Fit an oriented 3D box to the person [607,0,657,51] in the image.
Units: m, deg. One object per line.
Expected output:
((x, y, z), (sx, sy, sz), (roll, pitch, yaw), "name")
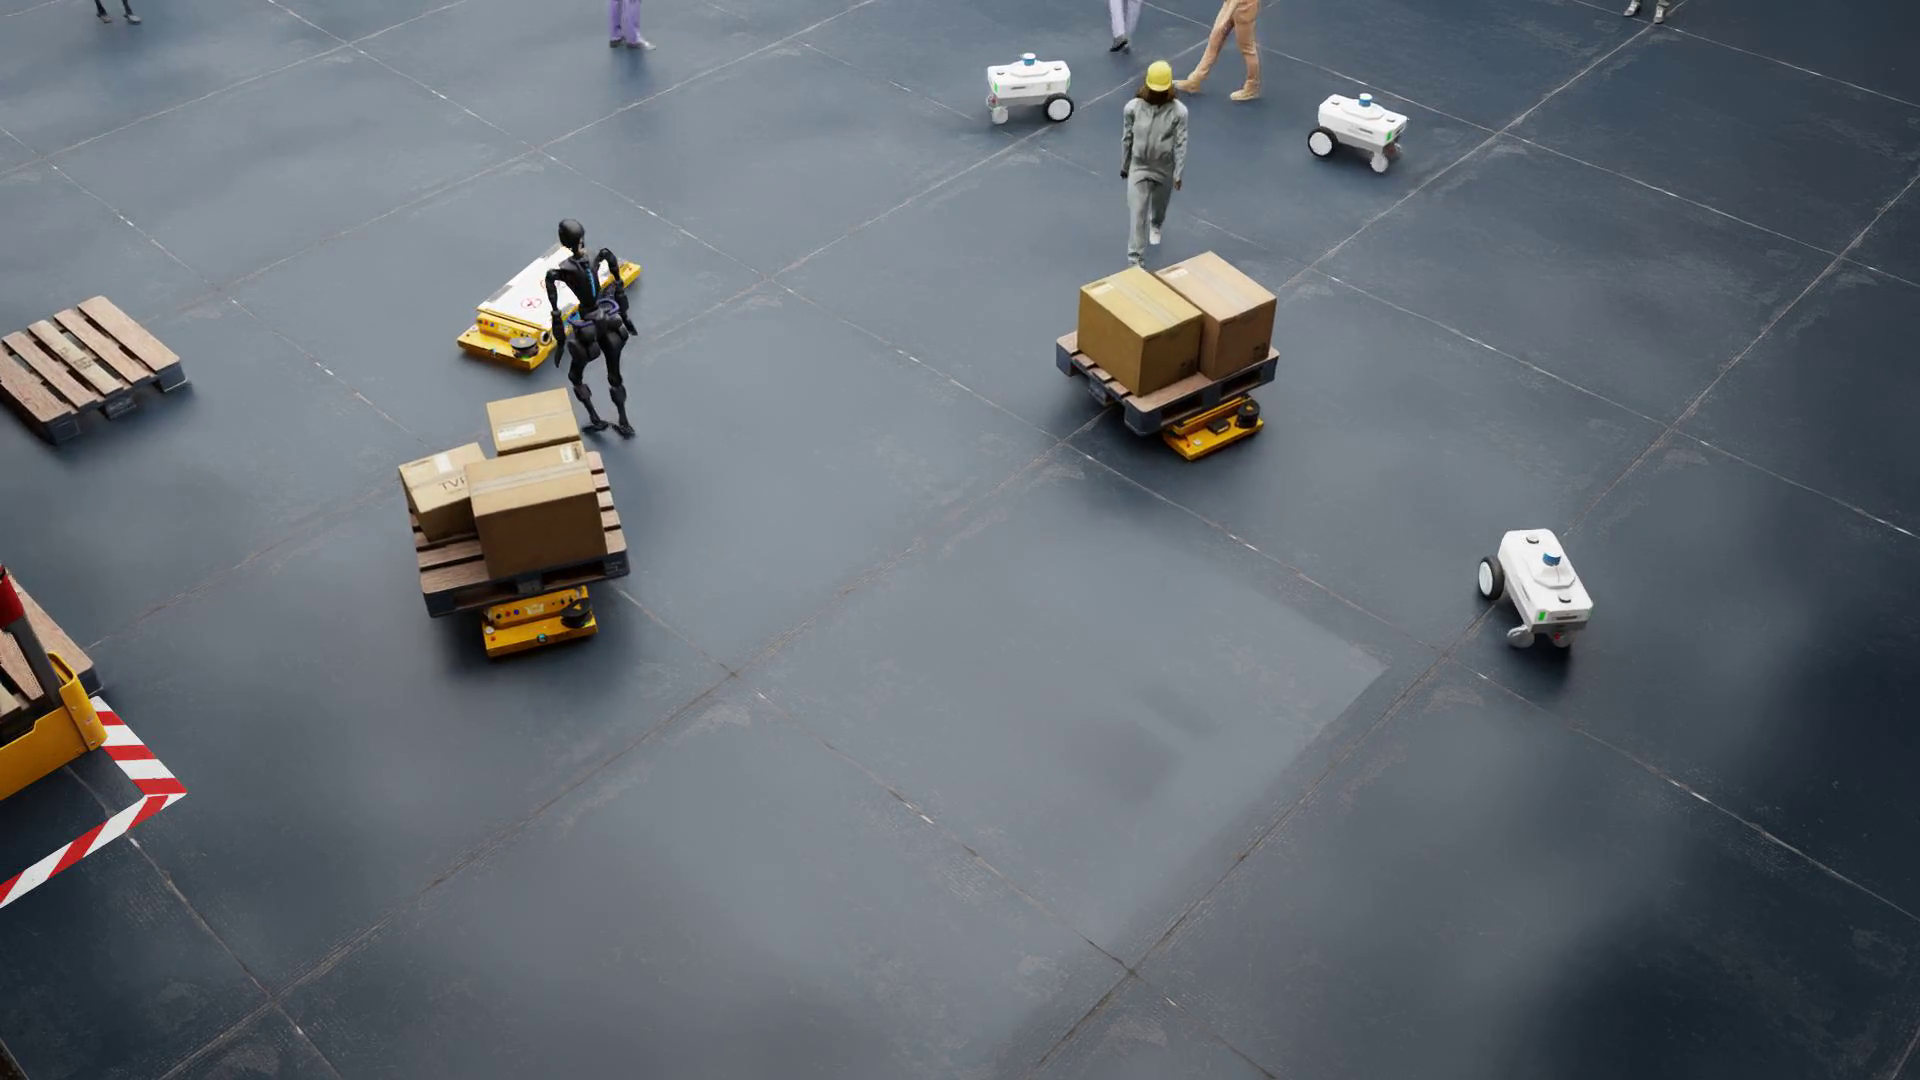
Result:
((-3.149, -5.403, 15.379), (0.407, 1.819, 0.635), (-15, 44, -16), "person")

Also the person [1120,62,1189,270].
((1.463, -2.854, 12.626), (0.494, 1.702, 0.869), (4, 42, 4), "person")

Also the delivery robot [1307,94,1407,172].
((3.417, -3.528, 14.228), (0.789, 0.587, 0.499), (27, 48, 26), "delivery robot")

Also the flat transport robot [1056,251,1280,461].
((1.433, -1.102, 11.751), (0.659, 0.231, 1.431), (-24, 47, -24), "flat transport robot")

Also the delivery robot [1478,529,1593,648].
((3.481, 0.269, 10.019), (0.524, 0.602, 0.774), (-4, 42, -5), "delivery robot")

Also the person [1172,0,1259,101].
((2.349, -4.645, 14.624), (0.845, 1.695, 0.452), (-9, 43, -10), "person")

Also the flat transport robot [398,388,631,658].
((-2.723, 0.124, 10.388), (0.659, 0.231, 1.431), (-13, 44, -14), "flat transport robot")

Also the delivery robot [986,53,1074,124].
((0.630, -4.032, 14.791), (0.774, 0.592, 0.499), (-7, 42, -7), "delivery robot")

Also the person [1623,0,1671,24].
((6.786, -5.896, 15.912), (0.570, 1.833, 0.398), (19, 45, 20), "person")

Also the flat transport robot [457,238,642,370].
((-3.080, -1.807, 12.534), (0.659, 0.231, 1.431), (18, 45, 19), "flat transport robot")

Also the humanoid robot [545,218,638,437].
((-2.423, -1.397, 11.025), (0.608, 1.643, 0.373), (-31, 50, -30), "humanoid robot")

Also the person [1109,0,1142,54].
((1.611, -5.378, 15.344), (0.606, 1.817, 0.452), (-8, 43, -8), "person")

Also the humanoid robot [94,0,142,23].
((-8.350, -5.697, 15.813), (0.608, 1.637, 0.522), (-31, 50, -30), "humanoid robot")
